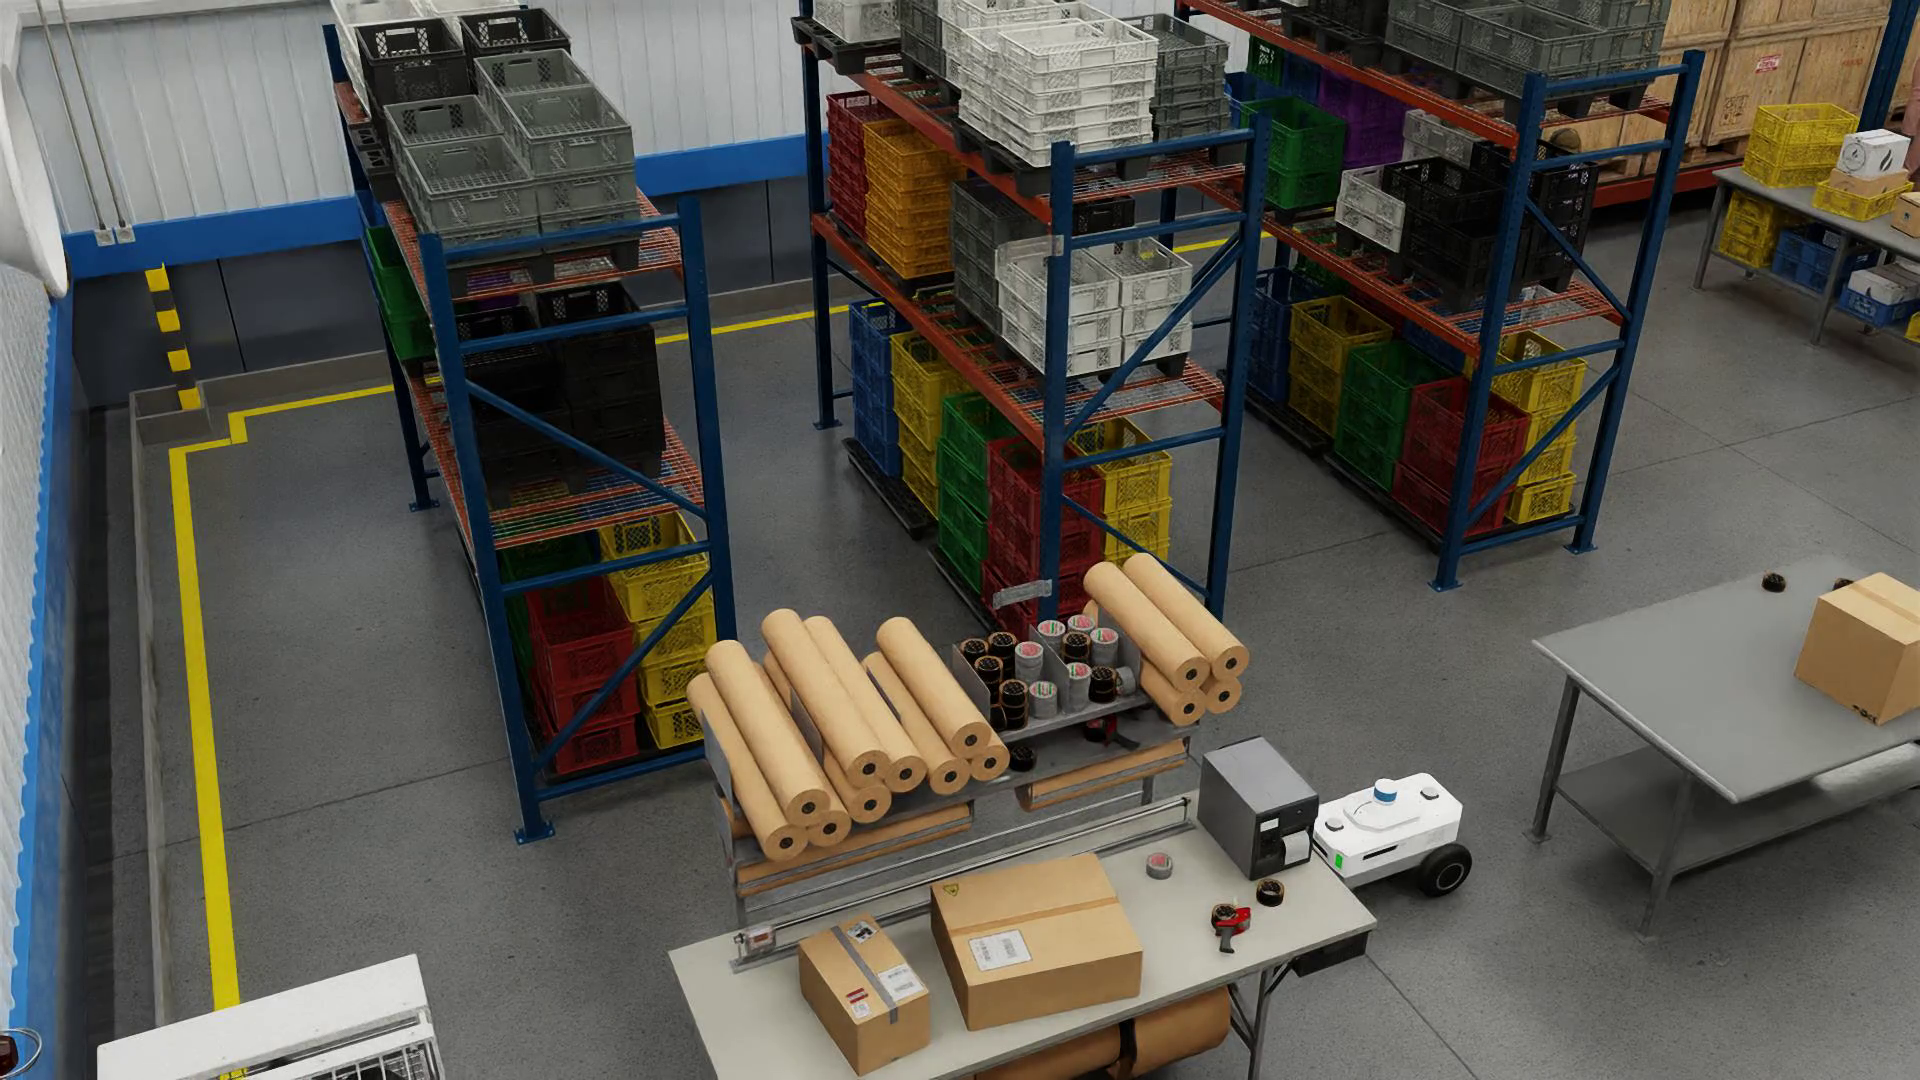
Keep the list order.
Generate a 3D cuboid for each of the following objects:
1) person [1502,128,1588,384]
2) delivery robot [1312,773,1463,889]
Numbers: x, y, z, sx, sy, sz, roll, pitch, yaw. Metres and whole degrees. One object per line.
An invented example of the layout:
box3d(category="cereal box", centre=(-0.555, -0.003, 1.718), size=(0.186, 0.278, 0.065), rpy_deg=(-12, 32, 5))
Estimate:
box3d(category="person", centre=(3.971, -1.901, 11.455), size=(0.633, 1.936, 0.353), rpy_deg=(-13, 34, -20))
box3d(category="delivery robot", centre=(1.888, 1.293, 7.490), size=(0.707, 0.478, 0.477), rpy_deg=(-13, 34, -20))
